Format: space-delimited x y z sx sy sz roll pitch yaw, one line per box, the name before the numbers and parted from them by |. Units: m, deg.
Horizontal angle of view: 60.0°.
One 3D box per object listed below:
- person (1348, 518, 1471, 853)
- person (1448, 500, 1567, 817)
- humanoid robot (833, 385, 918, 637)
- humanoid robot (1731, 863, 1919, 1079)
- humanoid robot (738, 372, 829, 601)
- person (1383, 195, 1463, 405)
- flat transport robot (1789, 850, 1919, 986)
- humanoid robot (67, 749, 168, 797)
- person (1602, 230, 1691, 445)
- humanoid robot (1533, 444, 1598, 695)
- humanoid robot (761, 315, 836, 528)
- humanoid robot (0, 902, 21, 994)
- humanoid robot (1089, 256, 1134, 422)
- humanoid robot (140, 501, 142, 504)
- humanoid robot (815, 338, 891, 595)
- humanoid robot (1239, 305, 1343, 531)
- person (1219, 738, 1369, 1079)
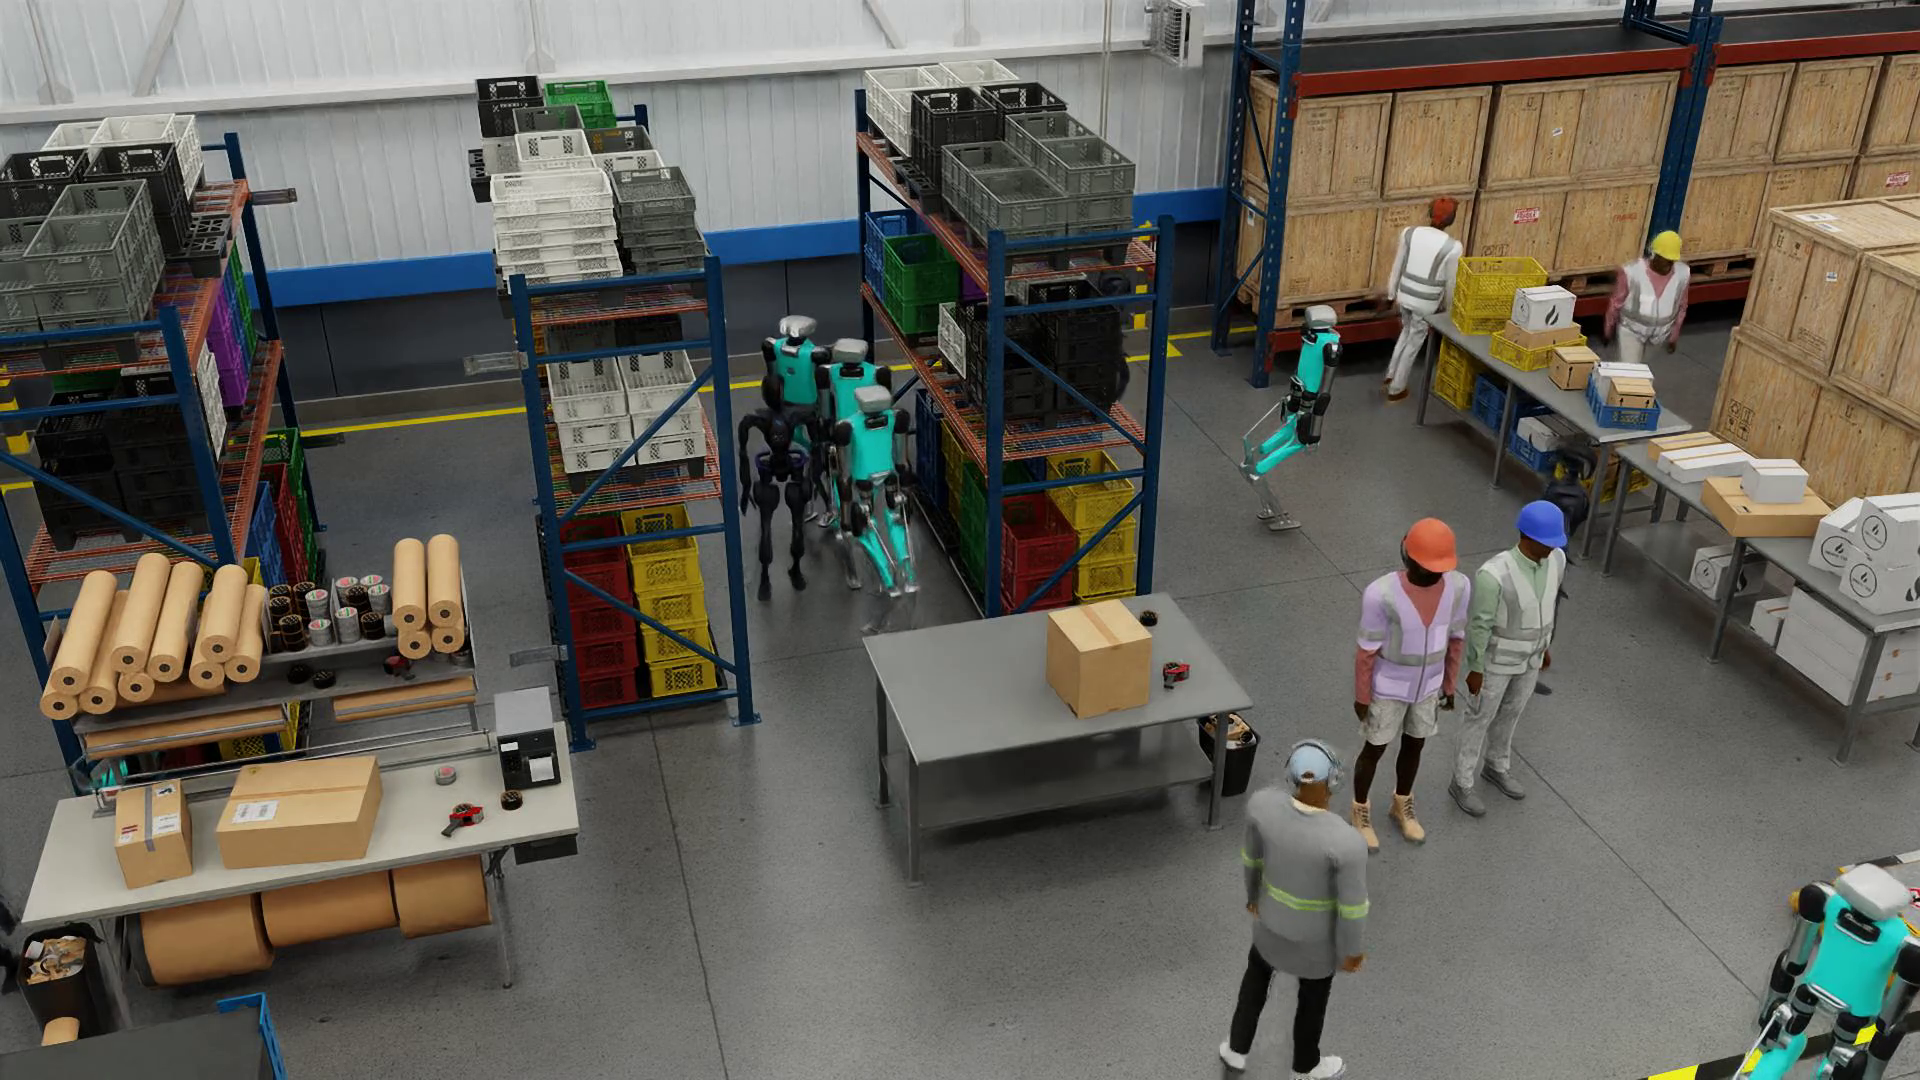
person | 2.404 0.783 8.912 0.601 2.035 0.399 -6 29 -11
person | 3.068 0.641 9.255 0.616 1.943 0.400 -15 32 -25
humanoid robot | -0.460 -0.107 10.793 0.543 1.750 0.702 -15 32 -25
humanoid robot | 3.321 2.183 6.744 1.053 1.785 0.530 -18 33 -29
humanoid robot | -1.203 -0.376 11.391 0.610 1.649 0.411 -5 29 -9
person | 3.974 -2.046 14.240 0.557 1.861 0.607 -22 35 -34
flat transport robot | 5.163 1.916 8.676 1.431 0.231 0.659 -8 30 -14
humanoid robot | -4.359 1.167 8.589 0.771 1.845 0.540 -10 30 -18
person | 5.642 -1.757 13.788 0.592 1.786 0.889 0 29 -1
humanoid robot | 3.689 0.146 10.451 0.380 1.643 0.610 8 30 15
humanoid robot | -1.054 -0.892 12.207 0.534 1.744 0.754 12 31 21
humanoid robot | -4.747 1.666 7.734 0.585 1.638 0.792 -9 30 -15
humanoid robot | 1.262 -1.689 13.774 0.455 1.643 0.603 1 29 1
humanoid robot | -6.027 -0.923 12.411 0.626 1.651 0.587 -8 30 -14
humanoid robot | -0.741 -0.440 11.453 0.538 1.781 0.803 2 29 3
humanoid robot | 2.338 -0.871 12.118 0.731 1.692 0.532 -5 29 -10
person | 1.496 1.711 7.434 0.637 1.833 0.486 22 36 34
